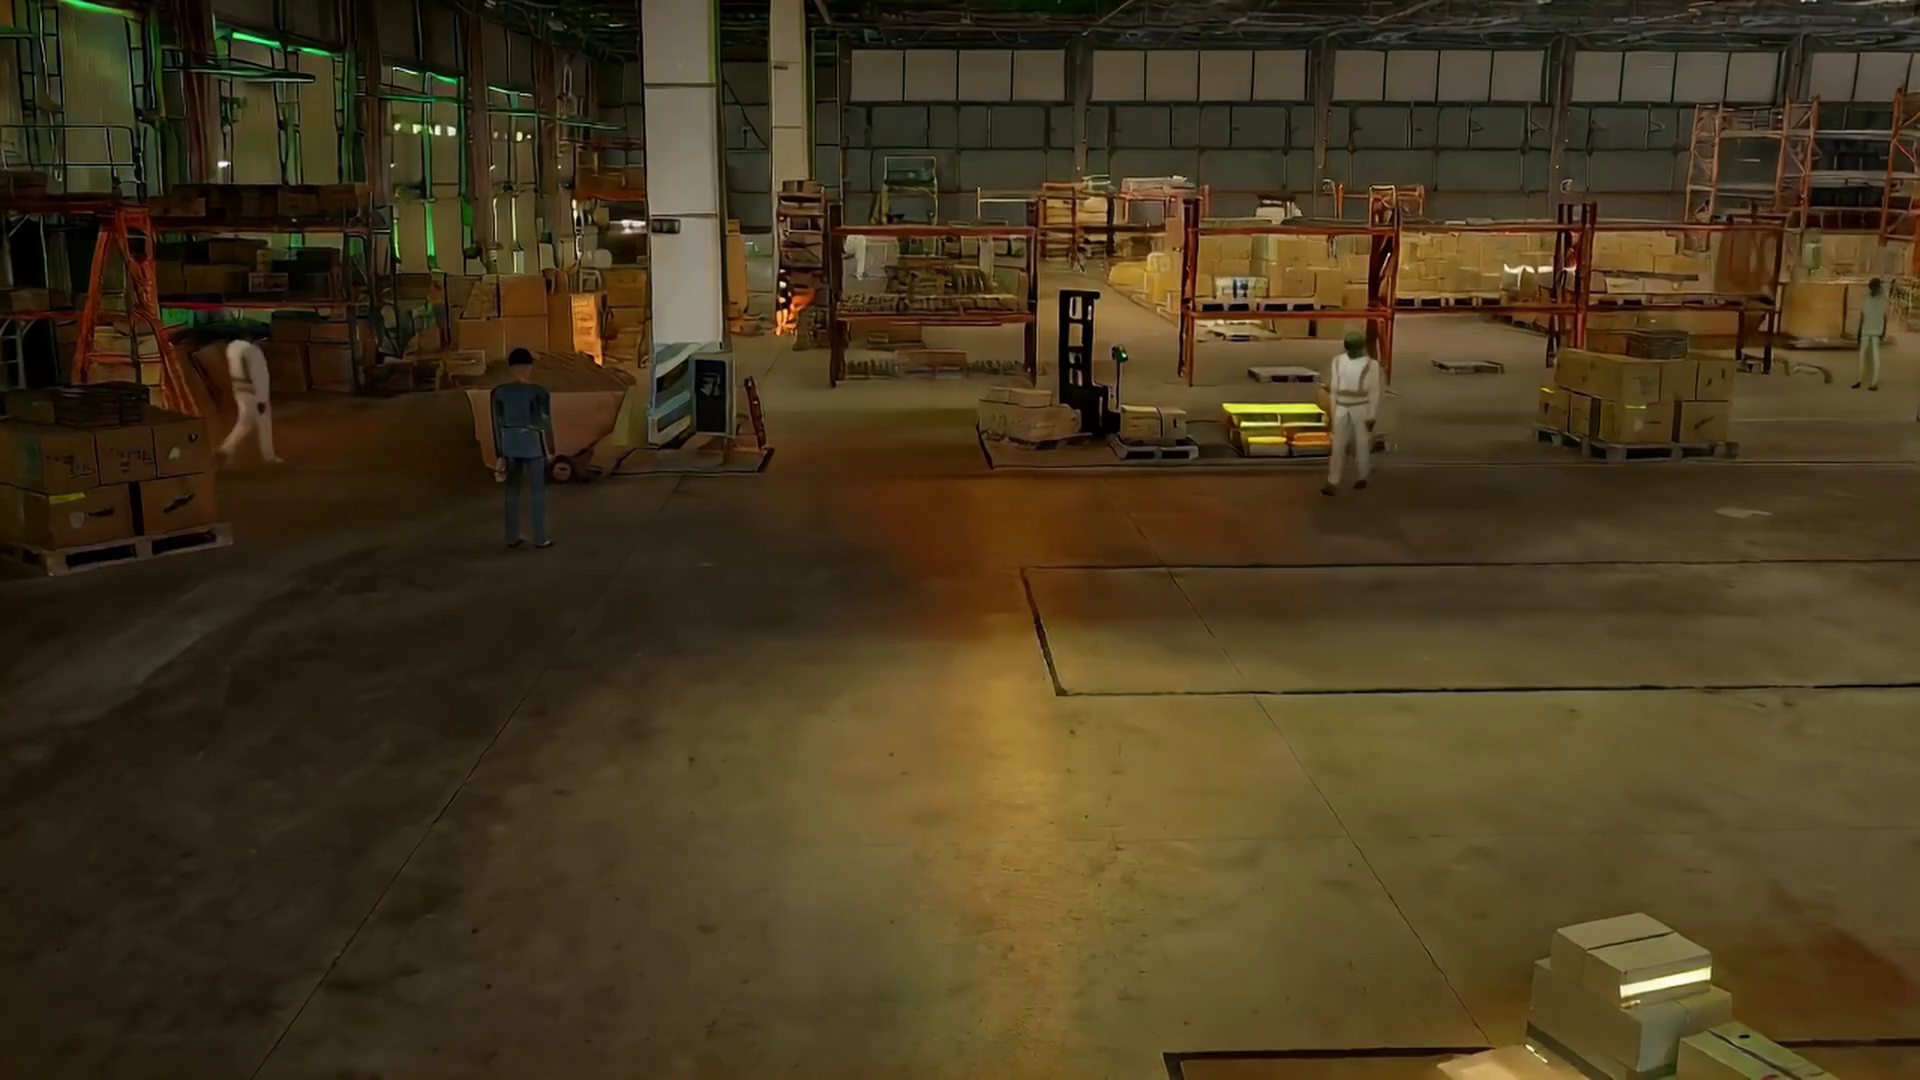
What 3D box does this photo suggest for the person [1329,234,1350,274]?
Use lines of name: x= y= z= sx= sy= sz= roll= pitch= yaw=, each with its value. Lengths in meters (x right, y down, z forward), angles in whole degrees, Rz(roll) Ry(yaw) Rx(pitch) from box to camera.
person: x=11.775 y=-8.769 z=51.607 sx=0.641 sy=1.888 sz=1.001 roll=0 pitch=12 yaw=-2

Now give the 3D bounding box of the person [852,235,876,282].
person: x=-3.141 y=-9.299 z=54.018 sx=1.008 sy=1.852 sz=0.629 roll=6 pitch=14 yaw=26

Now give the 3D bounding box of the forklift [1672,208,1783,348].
forklift: x=15.689 y=-5.342 z=33.842 sx=1.873 sy=2.768 sz=1.129 roll=0 pitch=12 yaw=-2

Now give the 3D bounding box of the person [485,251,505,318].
person: x=-11.464 y=-6.269 z=40.875 sx=0.522 sy=1.631 sz=0.324 roll=10 pitch=16 yaw=38

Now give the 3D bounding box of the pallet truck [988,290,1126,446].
pallet truck: x=1.257 y=-2.299 z=22.111 sx=1.885 sy=1.965 sz=0.823 roll=-9 pitch=15 yaw=-35

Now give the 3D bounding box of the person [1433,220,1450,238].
person: x=16.658 y=-10.168 z=57.712 sx=0.618 sy=1.967 sz=0.686 roll=-2 pitch=13 yaw=-11

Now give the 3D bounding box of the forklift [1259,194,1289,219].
forklift: x=10.377 y=-10.079 z=55.229 sx=1.129 sy=2.768 sz=1.873 roll=9 pitch=15 yaw=34

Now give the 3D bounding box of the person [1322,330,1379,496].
person: x=4.367 y=-1.414 z=18.499 sx=0.598 sy=1.832 sz=0.979 roll=9 pitch=15 yaw=35

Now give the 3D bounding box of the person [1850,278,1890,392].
person: x=14.921 y=-3.362 z=27.233 sx=0.333 sy=1.860 sz=0.526 roll=-6 pitch=14 yaw=-24

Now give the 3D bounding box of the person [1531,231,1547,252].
person: x=18.262 y=-8.936 z=52.328 sx=0.553 sy=1.894 sz=0.983 roll=-4 pitch=13 yaw=-19

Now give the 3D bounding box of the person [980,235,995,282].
person: x=0.810 y=-7.928 z=47.771 sx=0.436 sy=1.892 sz=0.761 roll=8 pitch=15 yaw=31

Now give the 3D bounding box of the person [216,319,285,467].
person: x=-8.617 y=-1.759 z=20.080 sx=0.635 sy=1.818 sz=0.723 roll=8 pitch=15 yaw=33

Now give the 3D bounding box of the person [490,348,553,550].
person: x=-4.147 y=-0.862 z=15.817 sx=0.584 sy=1.918 sz=0.407 roll=1 pitch=13 yaw=3

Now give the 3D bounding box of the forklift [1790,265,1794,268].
forklift: x=31.510 y=-11.230 z=60.422 sx=1.873 sy=2.768 sz=1.129 roll=0 pitch=12 yaw=-2

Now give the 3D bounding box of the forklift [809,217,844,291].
forklift: x=-4.375 y=-8.619 z=48.637 sx=1.873 sy=2.768 sz=1.129 roll=0 pitch=12 yaw=-2

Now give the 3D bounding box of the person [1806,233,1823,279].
person: x=24.438 y=-7.851 z=47.554 sx=0.462 sy=1.831 sz=0.652 roll=0 pitch=12 yaw=2
